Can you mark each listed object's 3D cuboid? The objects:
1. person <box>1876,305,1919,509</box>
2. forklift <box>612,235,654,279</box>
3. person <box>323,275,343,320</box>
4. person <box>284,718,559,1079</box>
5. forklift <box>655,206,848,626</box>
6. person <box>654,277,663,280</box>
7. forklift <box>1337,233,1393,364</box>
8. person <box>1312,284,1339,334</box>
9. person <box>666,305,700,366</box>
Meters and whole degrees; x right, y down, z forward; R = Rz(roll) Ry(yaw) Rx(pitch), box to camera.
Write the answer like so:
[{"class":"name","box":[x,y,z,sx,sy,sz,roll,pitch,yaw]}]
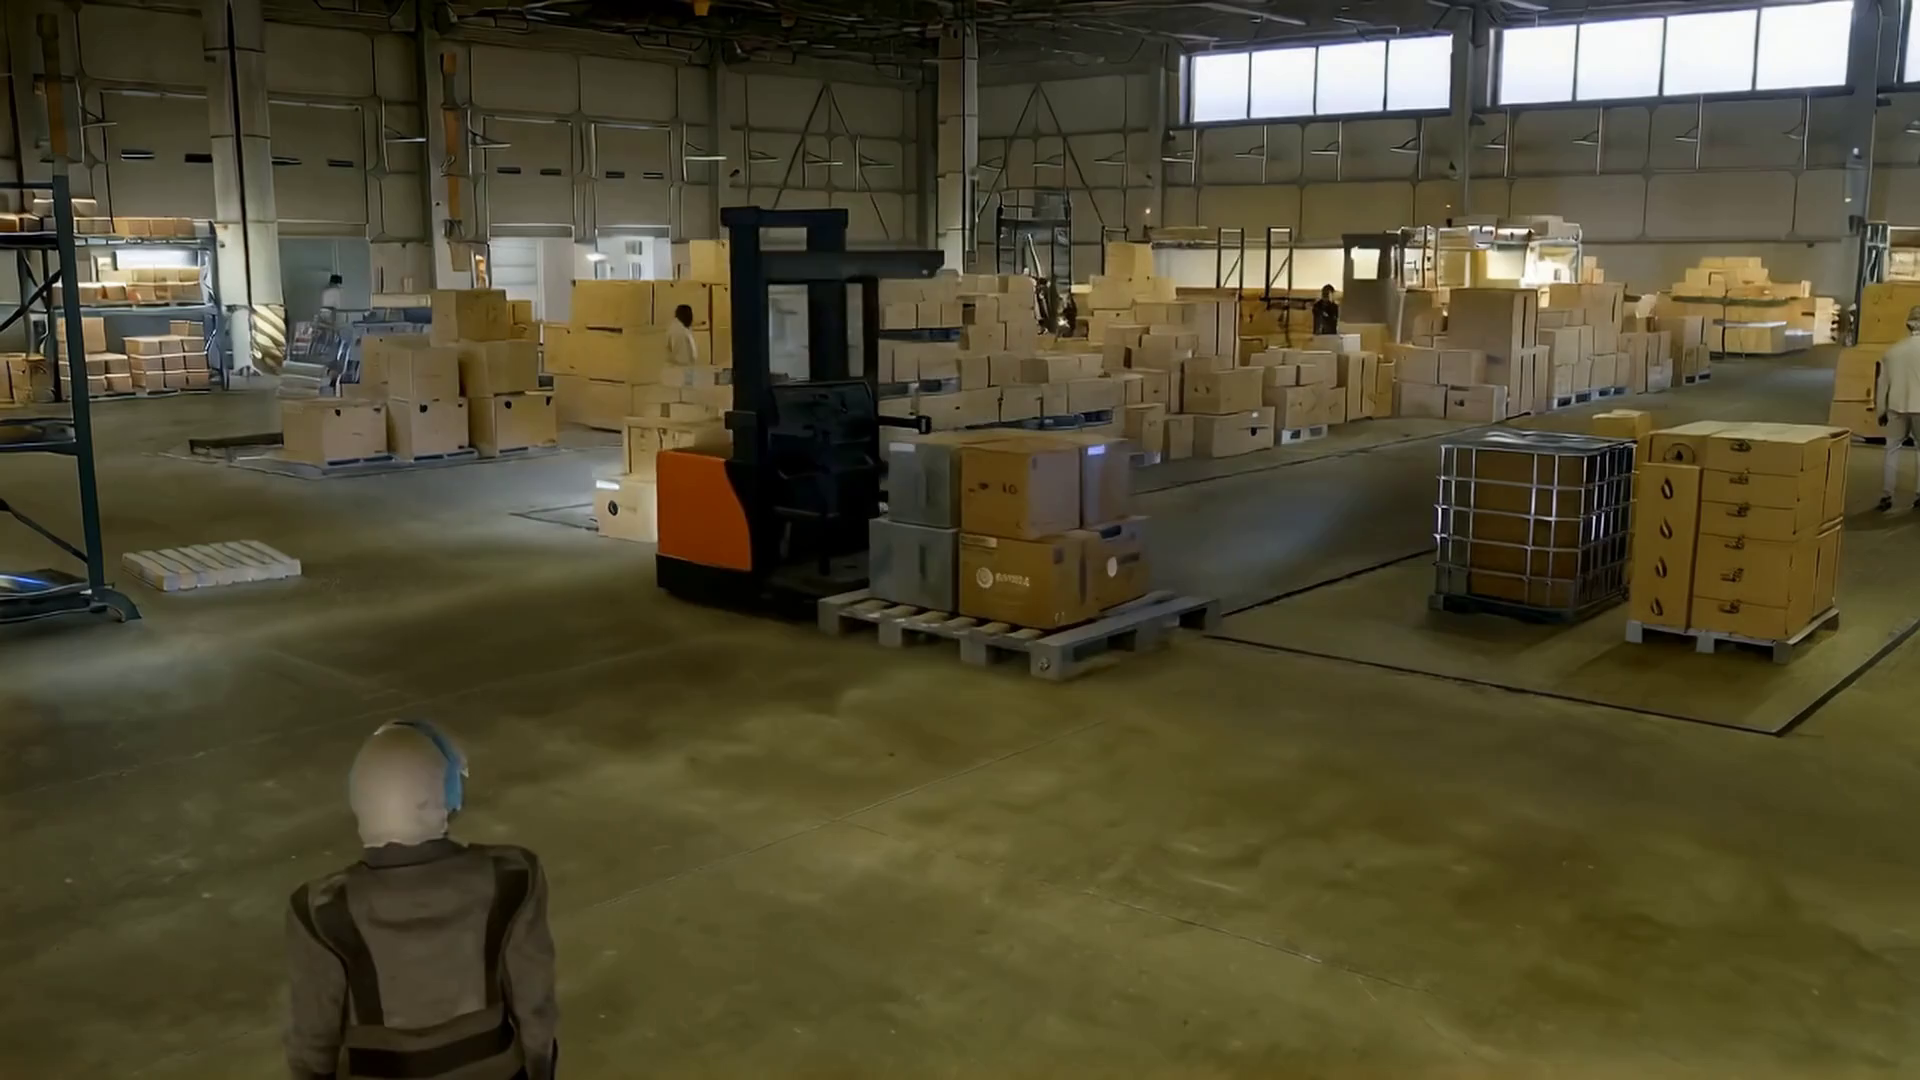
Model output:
[{"class":"person","box":[9.351,-1.304,16.336,0.625,1.992,0.387,7,12,35]},{"class":"forklift","box":[-7.300,-5.450,37.421,1.873,2.768,1.129,8,13,40]},{"class":"person","box":[-14.961,-5.362,39.721,0.605,1.900,0.531,8,13,39]},{"class":"person","box":[-1.051,1.162,3.320,0.515,1.636,0.314,-5,11,-25]},{"class":"forklift","box":[-1.220,-0.948,11.788,1.873,2.768,1.129,8,13,40]},{"class":"person","box":[-6.509,-4.726,36.022,0.634,1.929,0.380,-4,11,-23]},{"class":"forklift","box":[7.981,-4.639,32.807,1.129,2.768,1.873,6,12,32]},{"class":"person","box":[6.217,-3.368,28.247,0.629,1.940,0.379,-9,13,-41]},{"class":"person","box":[-3.580,-2.139,21.610,0.464,1.812,0.637,-2,10,-11]}]
